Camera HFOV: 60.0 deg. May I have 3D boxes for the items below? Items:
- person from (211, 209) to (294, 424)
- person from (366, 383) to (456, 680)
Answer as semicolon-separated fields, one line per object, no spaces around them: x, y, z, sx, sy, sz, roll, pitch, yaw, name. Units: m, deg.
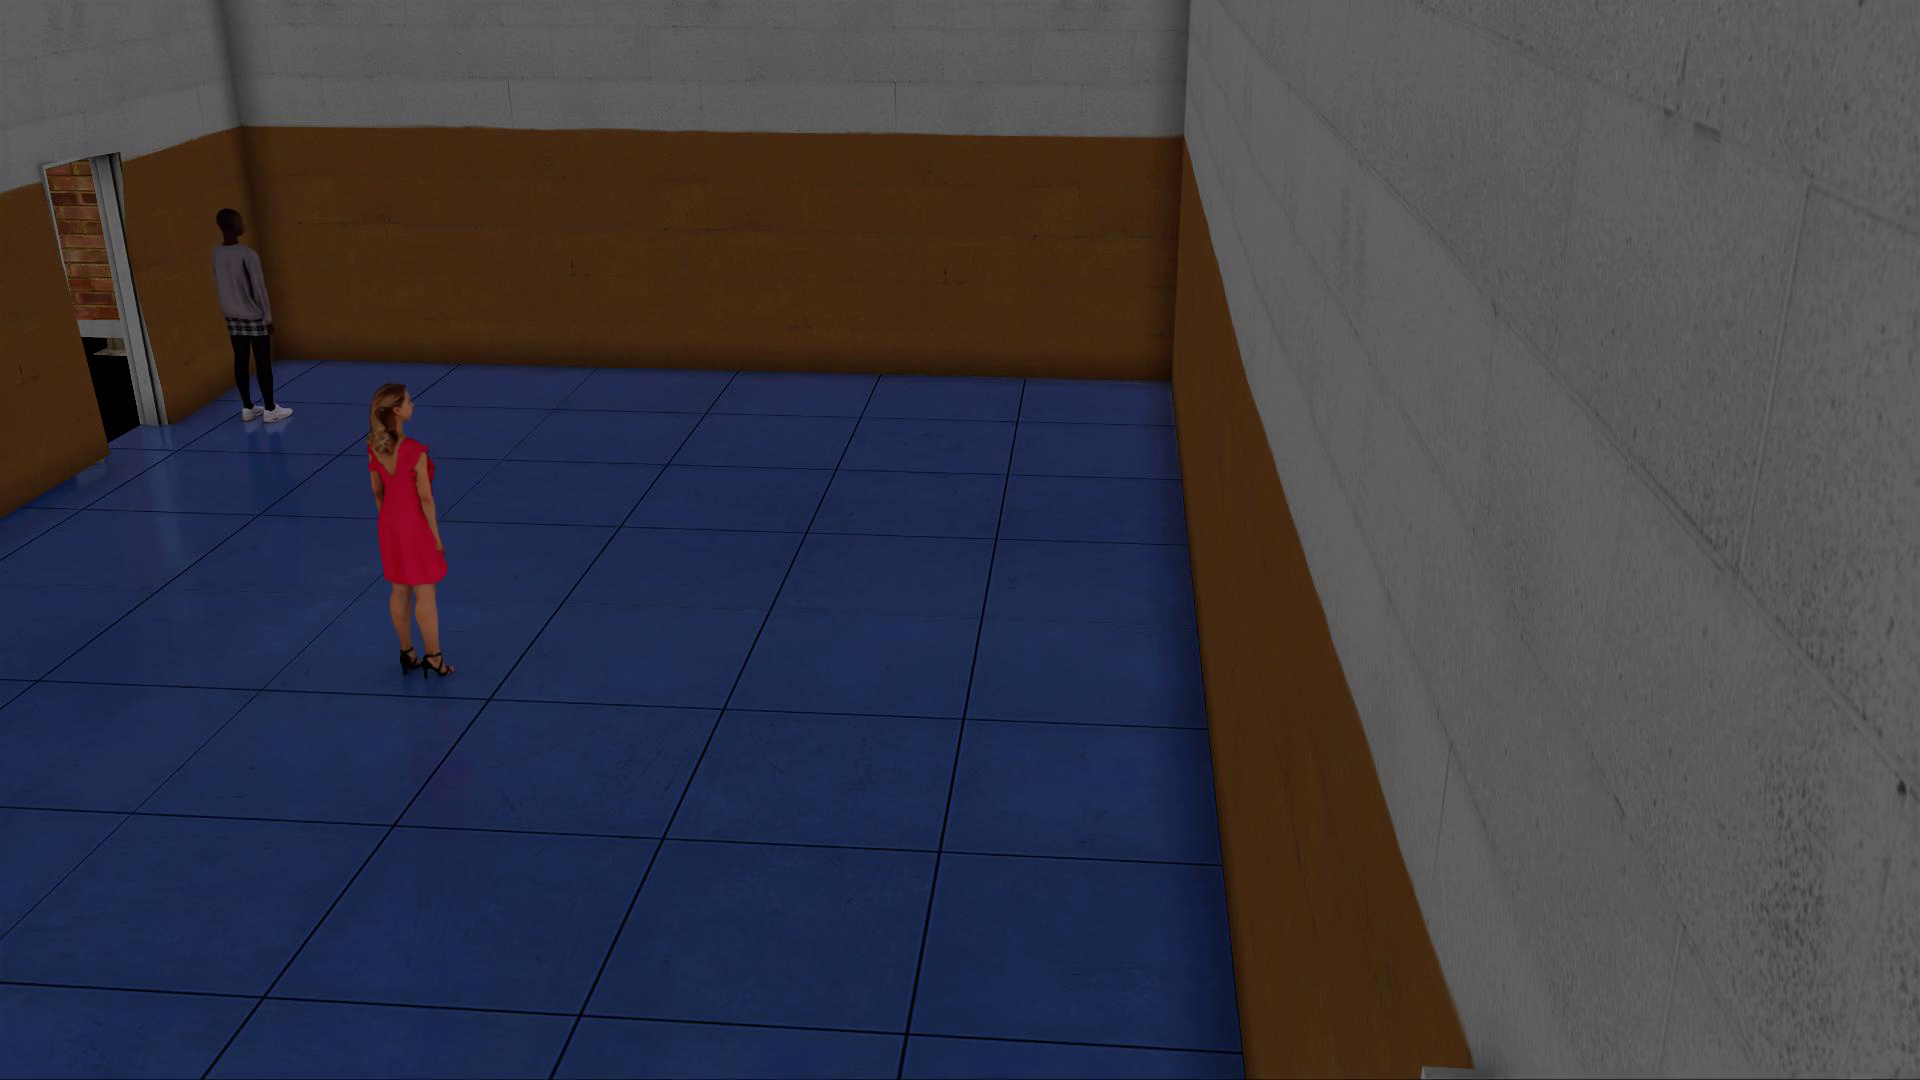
-5.928;-1.854;13.778;0.547;1.772;0.718;7;23;16;person
-3.111;-0.046;9.338;0.600;1.727;0.710;11;25;26;person
